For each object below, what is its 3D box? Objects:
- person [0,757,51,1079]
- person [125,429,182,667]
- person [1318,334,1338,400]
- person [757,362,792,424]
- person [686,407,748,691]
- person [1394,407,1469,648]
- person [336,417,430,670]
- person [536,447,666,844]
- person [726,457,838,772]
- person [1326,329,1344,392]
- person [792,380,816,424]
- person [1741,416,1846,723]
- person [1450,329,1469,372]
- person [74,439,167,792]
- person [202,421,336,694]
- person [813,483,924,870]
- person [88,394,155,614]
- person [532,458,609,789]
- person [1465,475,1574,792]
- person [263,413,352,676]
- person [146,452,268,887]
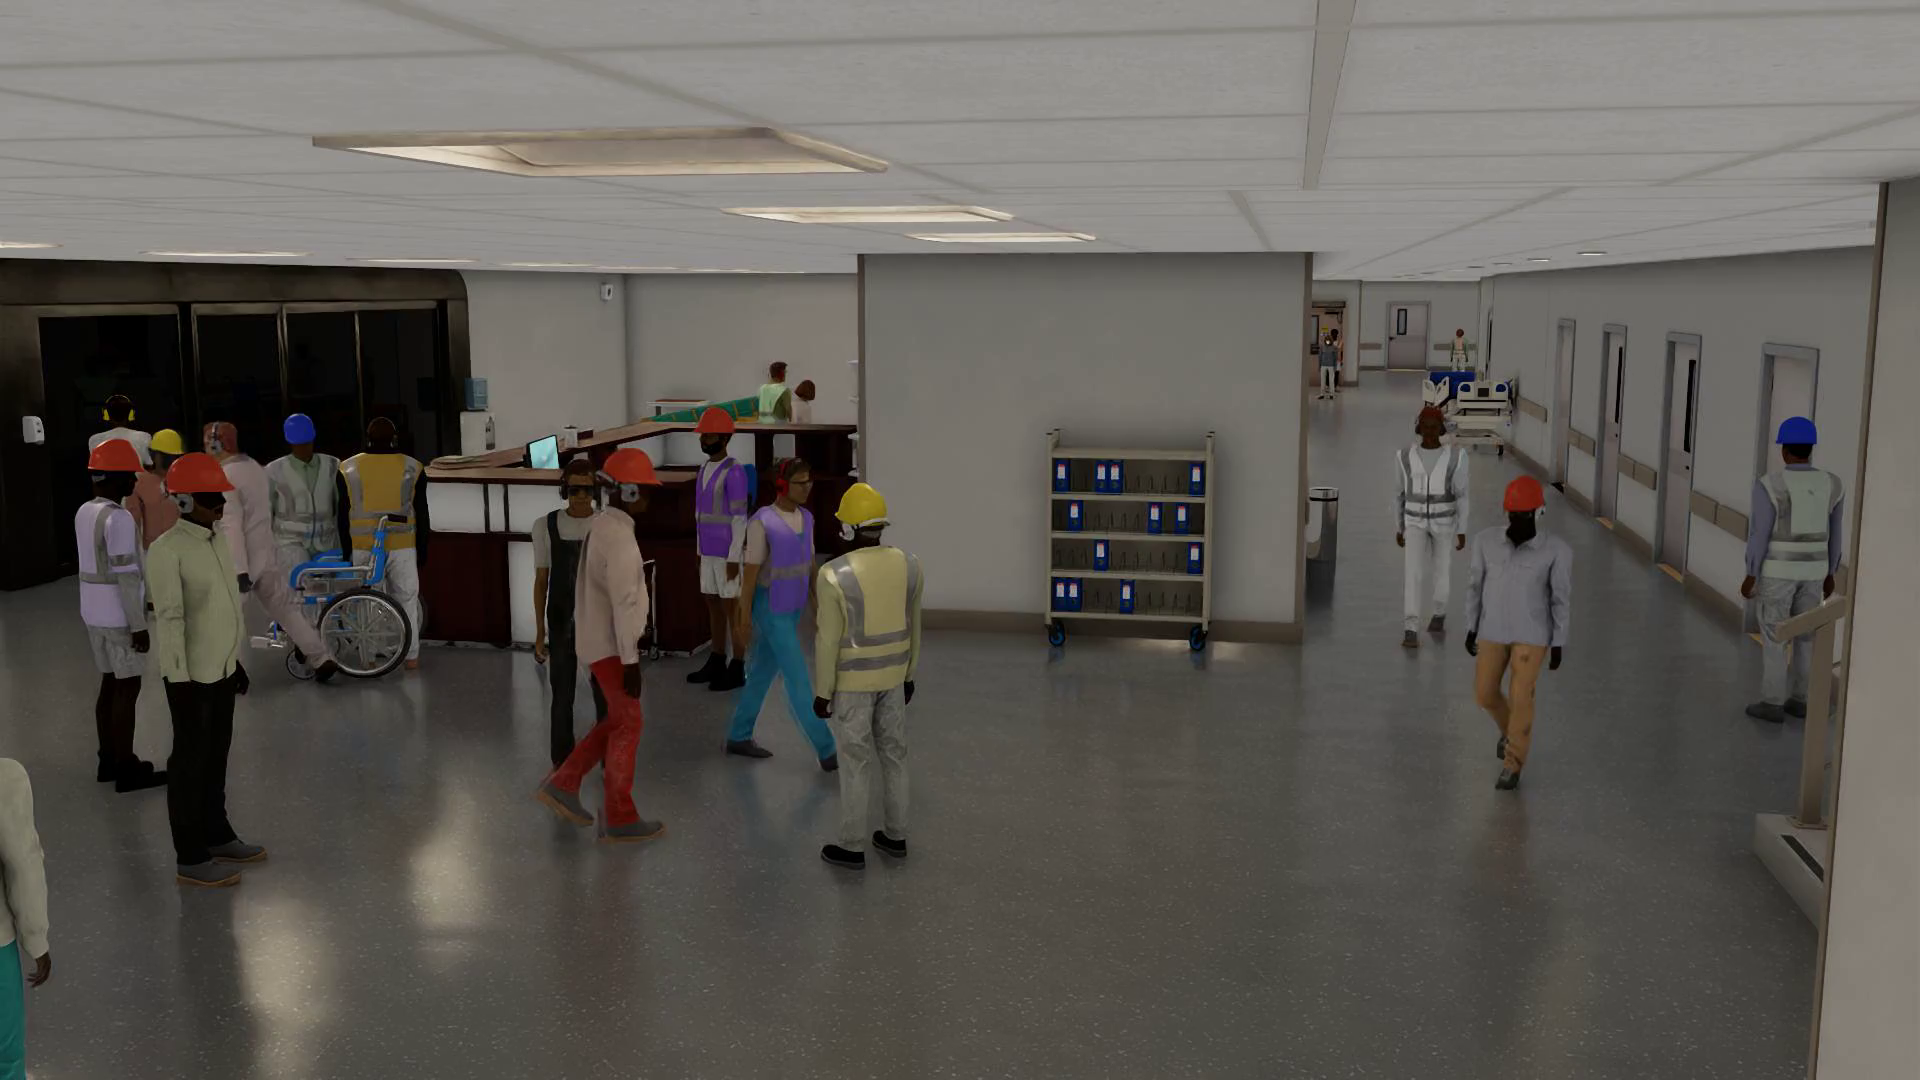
[{"bbox_3d":[-2.873,1.157,4.720,0.532,1.765,0.328,-3,9,-18],"label":"person"},{"bbox_3d":[-5.695,0.084,11.914,0.520,1.745,0.677,-2,9,-11],"label":"person"},{"bbox_3d":[9.155,-4.304,41.394,0.497,1.632,0.289,5,10,29],"label":"person"},{"bbox_3d":[-2.291,-1.386,21.458,0.919,1.806,0.571,-6,11,-37],"label":"person"},{"bbox_3d":[-1.663,0.059,11.418,0.351,1.942,0.545,-7,11,-37],"label":"person"},{"bbox_3d":[3.680,-0.126,13.011,0.579,1.847,0.969,3,9,21],"label":"person"},{"bbox_3d":[-4.119,0.040,11.917,0.623,1.838,0.430,-3,9,-19],"label":"person"},{"bbox_3d":[-1.731,0.527,8.217,0.580,1.969,0.665,-3,9,-20],"label":"person"},{"bbox_3d":[-0.974,0.417,9.535,0.977,1.788,0.583,4,9,22],"label":"person"},{"bbox_3d":[9.954,-4.774,44.299,0.540,1.696,0.316,-1,9,-5],"label":"person"},{"bbox_3d":[-1.960,-1.193,20.768,0.349,1.614,0.544,-4,9,-22],"label":"person"},{"bbox_3d":[5.268,0.189,10.555,0.618,1.944,0.406,-1,9,-8],"label":"person"},{"bbox_3d":[13.992,-5.094,46.610,0.511,1.640,0.309,5,10,31],"label":"person"},{"bbox_3d":[-4.615,0.408,9.157,0.550,1.928,0.389,8,12,42],"label":"person"},{"bbox_3d":[-4.731,0.123,11.264,0.865,1.868,0.667,0,9,0],"label":"person"},{"bbox_3d":[-0.452,0.641,7.903,0.588,1.837,0.404,-7,11,-39],"label":"person"},{"bbox_3d":[-7.016,-0.292,13.982,0.521,1.870,0.319,-6,10,-34],"label":"person"},{"bbox_3d":[-2.057,0.468,9.048,0.506,1.838,0.342,-2,9,-11],"label":"person"},{"bbox_3d":[3.090,0.489,9.204,0.565,1.735,0.524,7,11,37],"label":"person"},{"bbox_3d":[-4.782,0.004,12.087,0.923,1.876,0.638,8,12,44],"label":"person"},{"bbox_3d":[-3.501,0.588,7.723,0.378,1.996,0.610,0,9,1],"label":"person"}]
